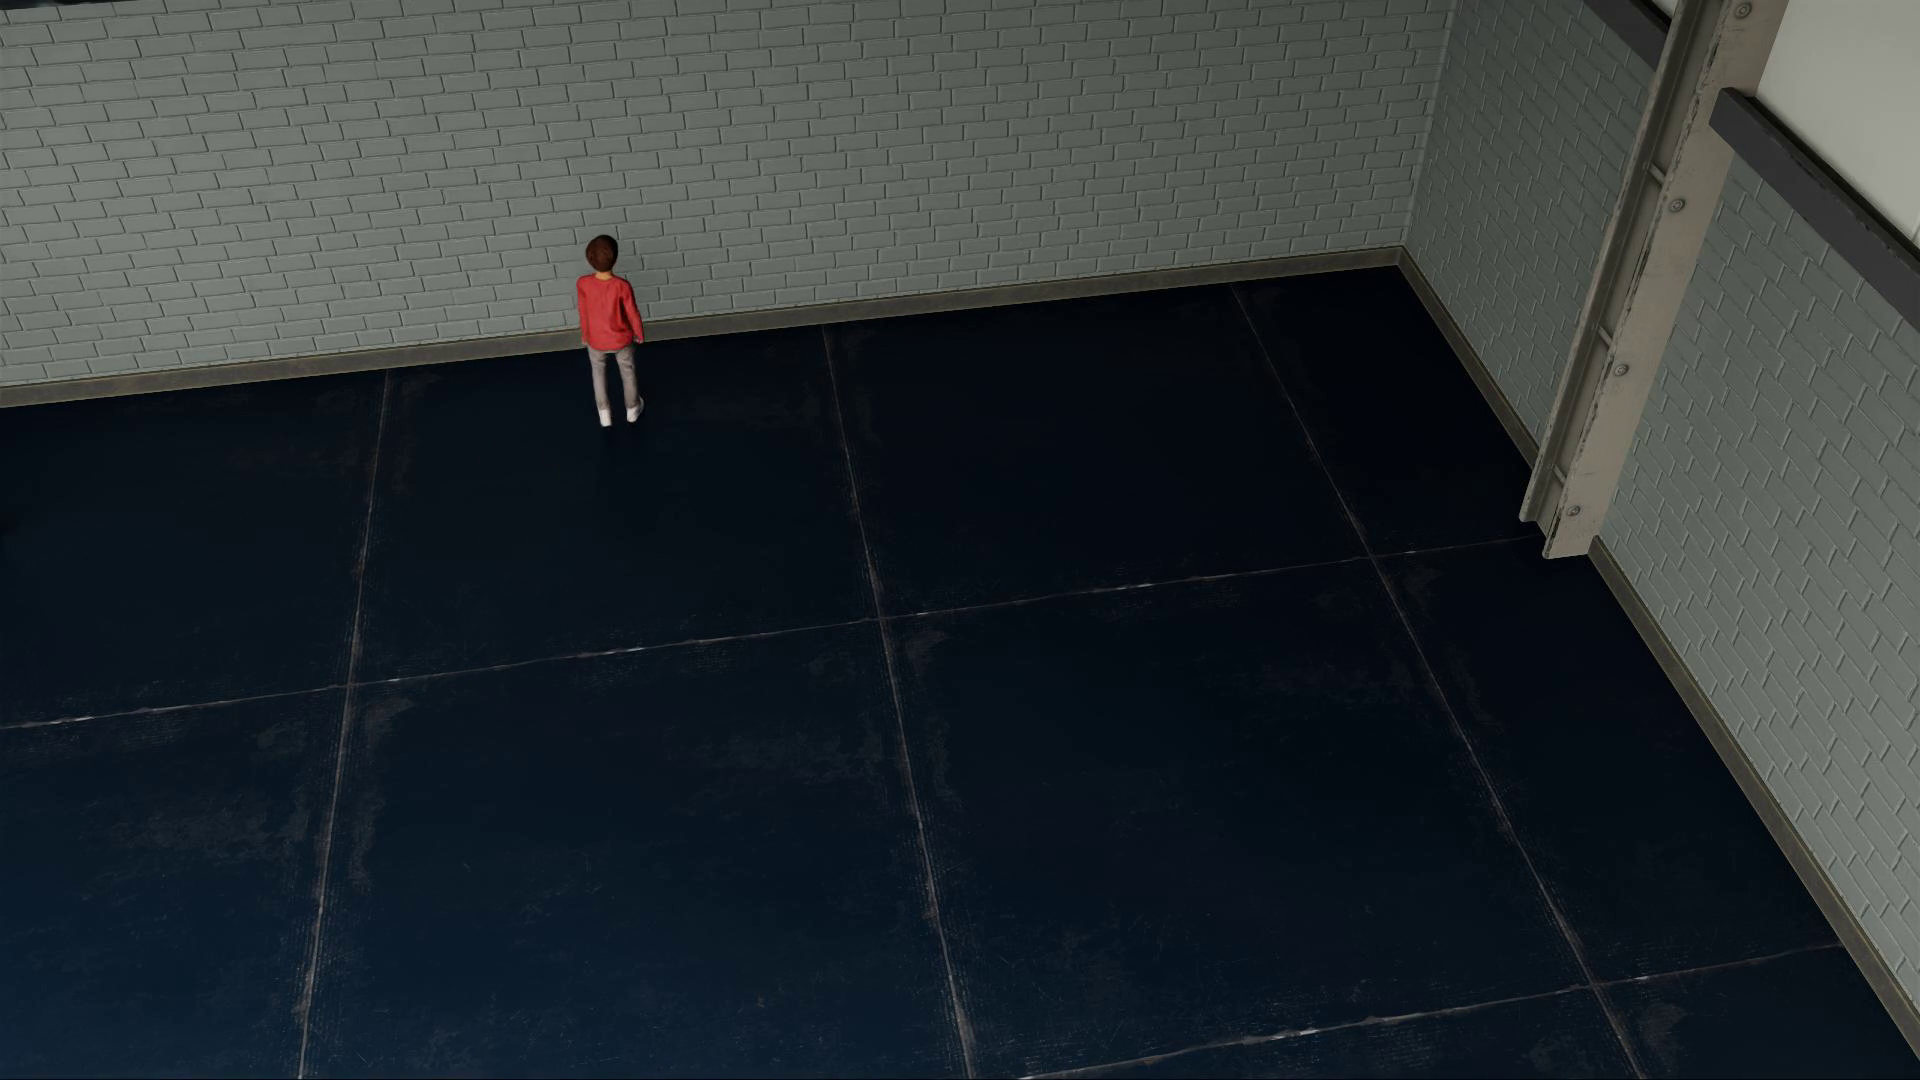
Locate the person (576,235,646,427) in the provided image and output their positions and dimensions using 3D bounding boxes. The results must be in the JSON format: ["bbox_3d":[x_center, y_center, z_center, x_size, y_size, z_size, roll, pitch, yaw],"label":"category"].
[{"bbox_3d":[-2.220,-1.274,10.499,0.613,1.409,0.675,1,43,1],"label":"person"}]
